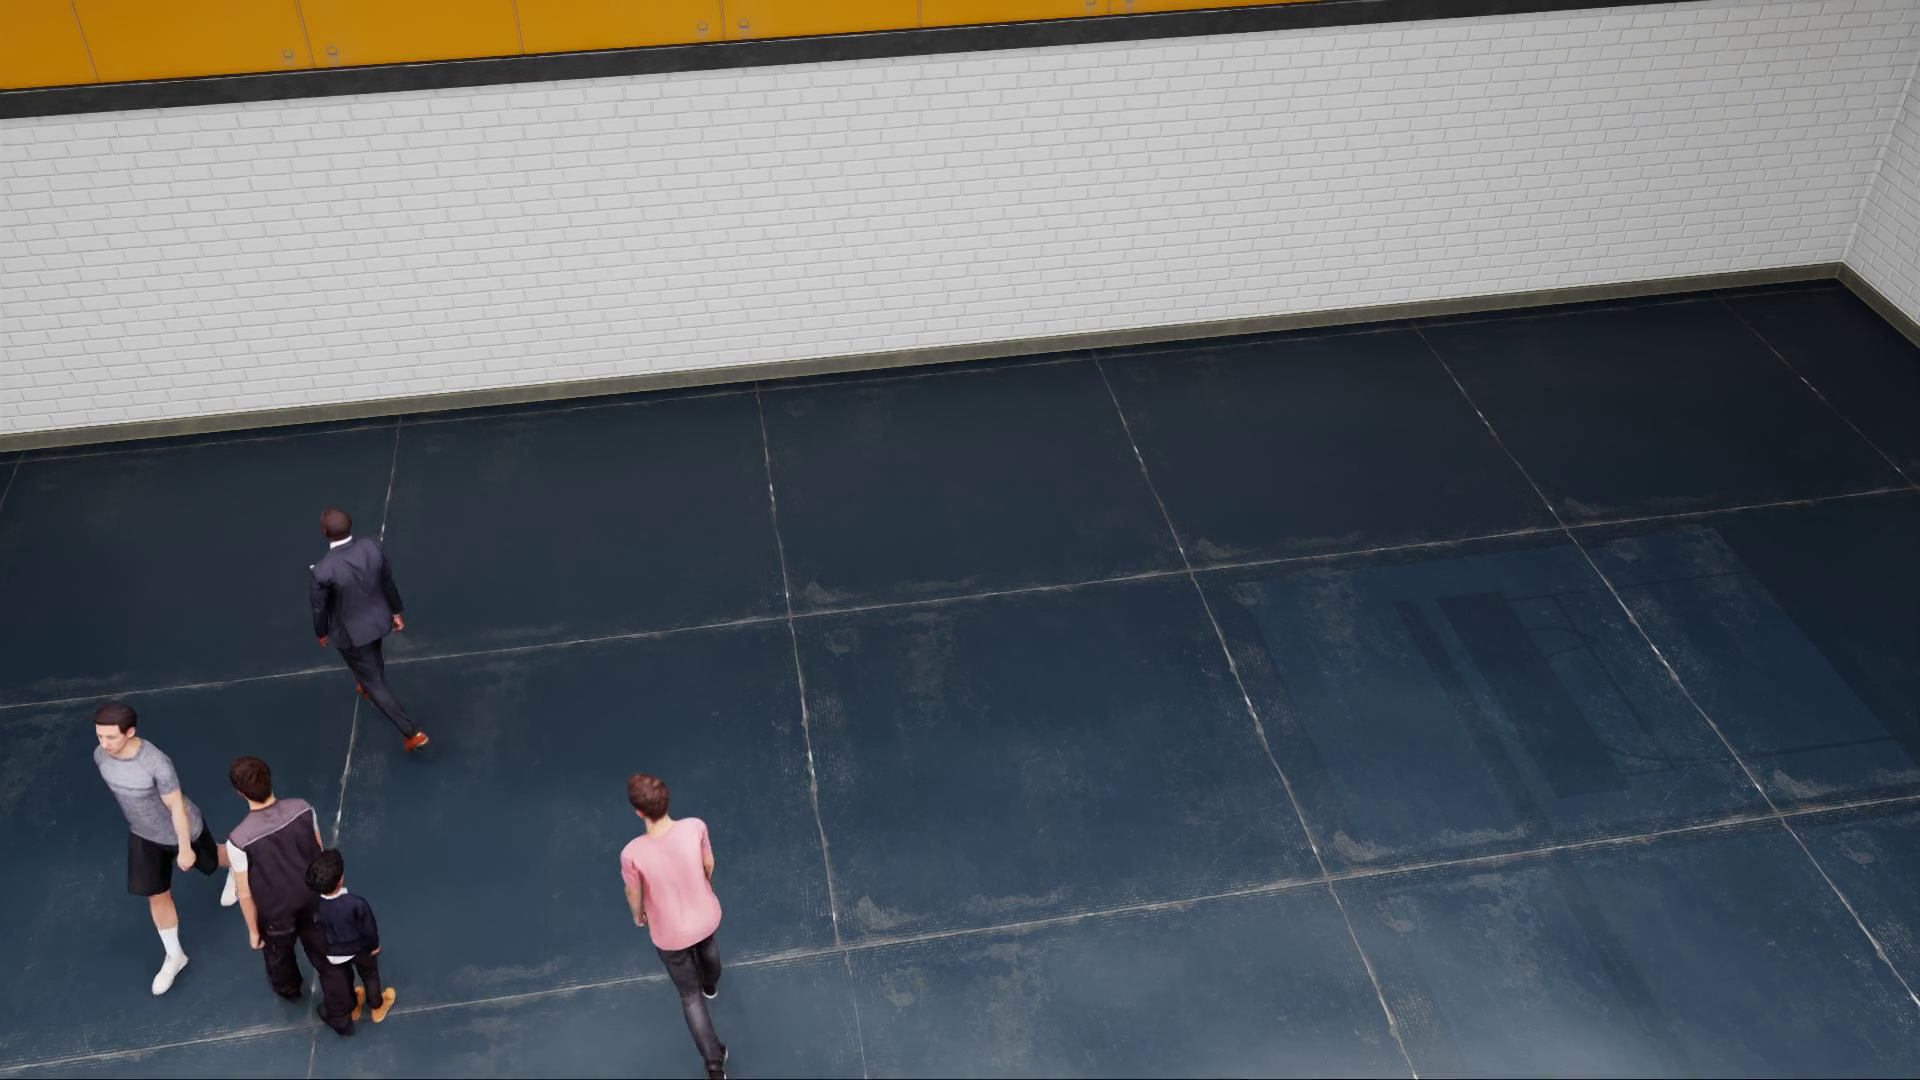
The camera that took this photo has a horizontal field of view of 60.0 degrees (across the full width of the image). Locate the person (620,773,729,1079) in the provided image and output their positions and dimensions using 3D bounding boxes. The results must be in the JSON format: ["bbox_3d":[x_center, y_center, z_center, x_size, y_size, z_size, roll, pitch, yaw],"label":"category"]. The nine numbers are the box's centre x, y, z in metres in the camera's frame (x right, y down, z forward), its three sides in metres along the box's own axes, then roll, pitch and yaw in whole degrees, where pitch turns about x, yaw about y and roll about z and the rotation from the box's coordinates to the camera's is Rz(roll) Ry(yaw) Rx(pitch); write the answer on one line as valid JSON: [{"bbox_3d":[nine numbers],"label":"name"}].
[{"bbox_3d":[-1.421,2.052,8.632,0.943,1.916,1.182,-19,42,-22],"label":"person"}]

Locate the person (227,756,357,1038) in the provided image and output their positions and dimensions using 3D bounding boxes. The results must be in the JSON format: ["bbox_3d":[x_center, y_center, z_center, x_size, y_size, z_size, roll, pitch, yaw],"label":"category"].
[{"bbox_3d":[-3.492,1.978,8.815,1.085,1.803,0.982,29,47,31],"label":"person"}]

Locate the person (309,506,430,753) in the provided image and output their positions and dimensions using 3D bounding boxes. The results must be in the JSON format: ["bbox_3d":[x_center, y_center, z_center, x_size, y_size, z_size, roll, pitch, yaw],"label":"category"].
[{"bbox_3d":[-3.753,0.589,10.551,1.232,1.807,1.168,23,44,26],"label":"person"}]

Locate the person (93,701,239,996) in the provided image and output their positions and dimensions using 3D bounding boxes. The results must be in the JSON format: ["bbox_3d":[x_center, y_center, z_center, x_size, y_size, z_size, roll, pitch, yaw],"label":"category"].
[{"bbox_3d":[-4.390,1.545,9.334,0.969,1.834,1.290,8,39,10],"label":"person"}]

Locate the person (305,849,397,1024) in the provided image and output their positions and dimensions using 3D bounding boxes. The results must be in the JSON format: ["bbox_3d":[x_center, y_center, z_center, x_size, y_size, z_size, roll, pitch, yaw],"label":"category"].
[{"bbox_3d":[-3.340,2.175,9.037,0.546,1.218,0.542,0,39,-1],"label":"person"}]
